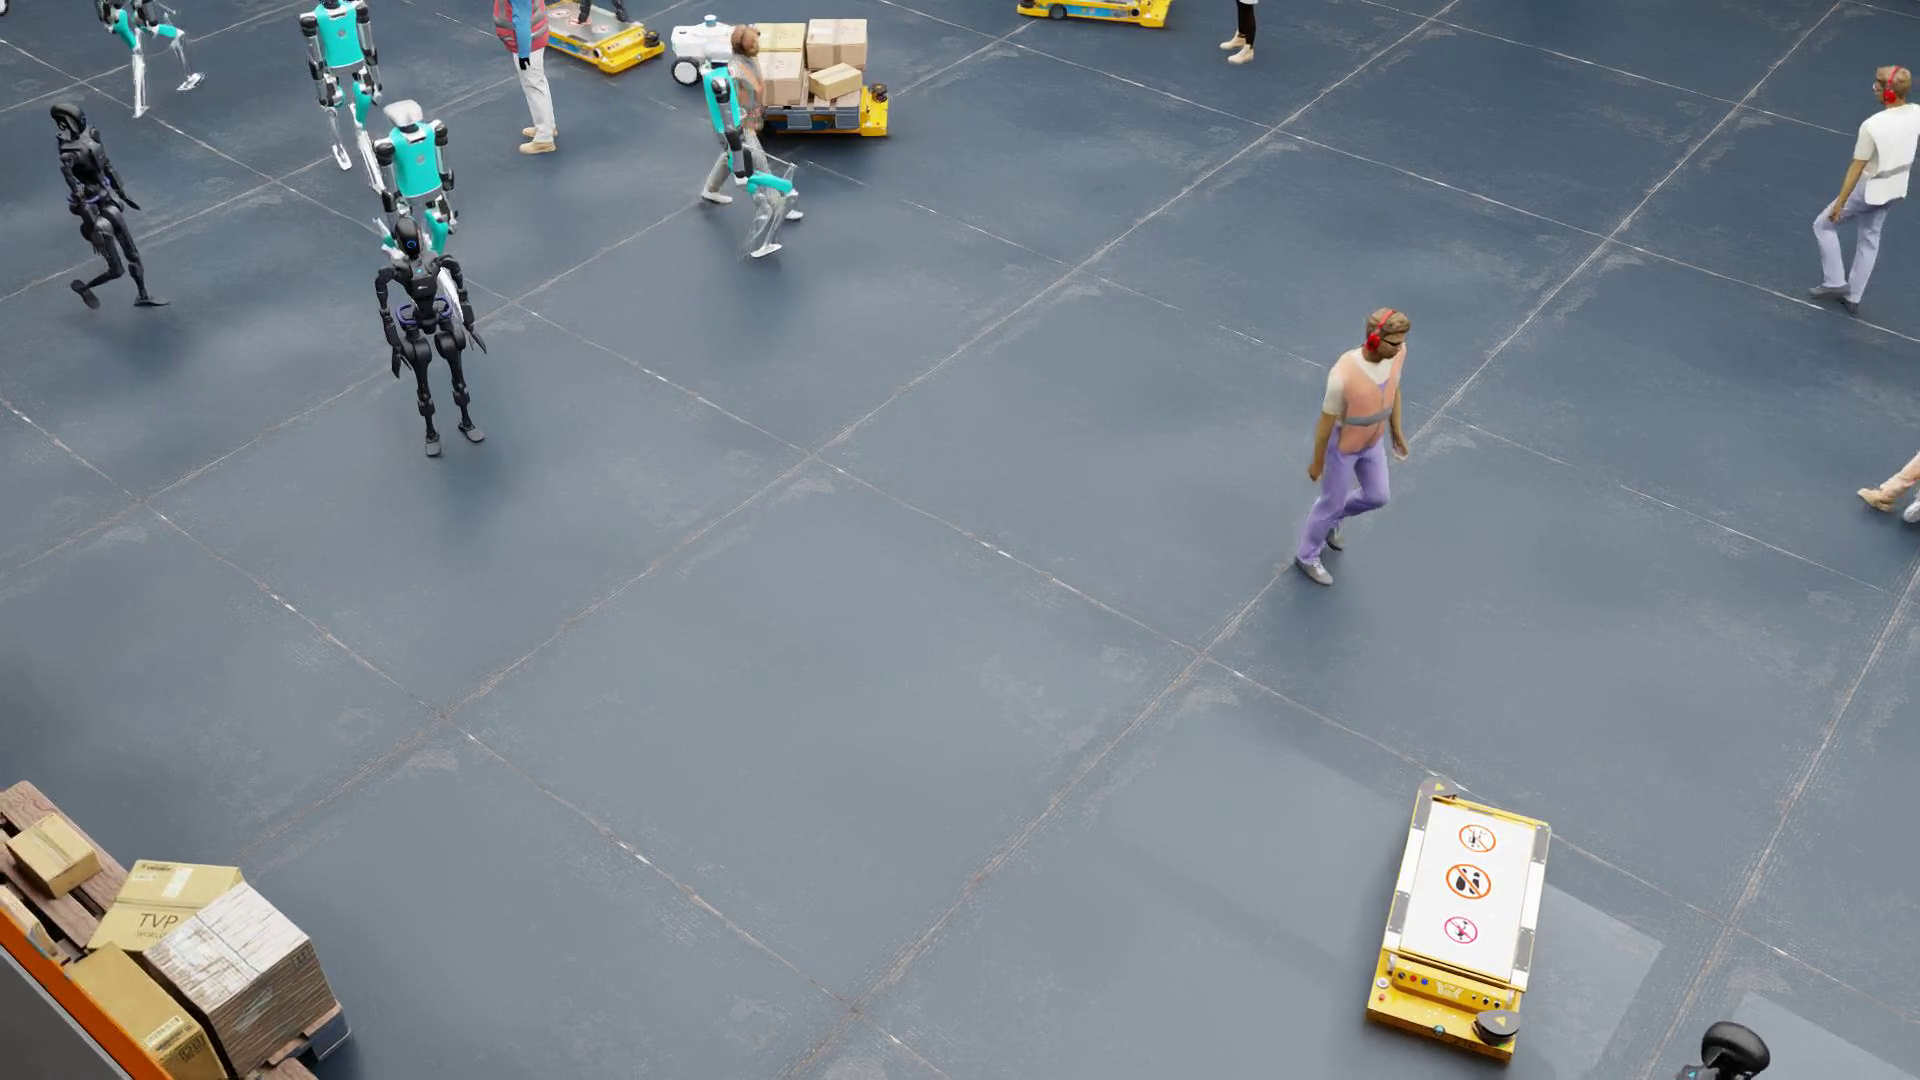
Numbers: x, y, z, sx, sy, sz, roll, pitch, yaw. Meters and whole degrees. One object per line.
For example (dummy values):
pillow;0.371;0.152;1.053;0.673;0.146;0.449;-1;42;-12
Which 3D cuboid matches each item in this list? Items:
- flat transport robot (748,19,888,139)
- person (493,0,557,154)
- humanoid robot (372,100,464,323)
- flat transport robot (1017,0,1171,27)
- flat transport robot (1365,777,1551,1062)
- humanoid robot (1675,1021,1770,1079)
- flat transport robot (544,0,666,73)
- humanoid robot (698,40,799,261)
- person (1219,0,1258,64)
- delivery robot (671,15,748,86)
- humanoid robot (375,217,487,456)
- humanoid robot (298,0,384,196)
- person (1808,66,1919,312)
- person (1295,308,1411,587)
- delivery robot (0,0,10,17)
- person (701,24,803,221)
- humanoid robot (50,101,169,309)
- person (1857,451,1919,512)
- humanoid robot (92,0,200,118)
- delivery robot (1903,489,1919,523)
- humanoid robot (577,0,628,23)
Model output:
flat transport robot;-1.349;-3.742;14.480;1.431;0.231;0.659;0;40;0
person;-3.593;-4.117;13.717;0.430;1.833;0.634;-7;41;-8
humanoid robot;-3.829;-2.277;11.643;0.541;1.787;0.865;-33;50;-33
flat transport robot;1.327;-5.305;16.319;1.431;0.231;0.659;9;41;10
flat transport robot;2.419;1.774;7.991;0.659;0.231;1.431;14;42;16
humanoid robot;2.696;2.362;6.213;0.351;1.646;0.601;22;45;24
flat transport robot;-3.518;-4.776;15.697;1.431;0.231;0.659;27;47;28
humanoid robot;-1.479;-2.830;12.306;0.761;1.820;0.554;-11;42;-12
person;2.606;-5.187;15.085;0.319;1.692;0.532;-2;40;-2
delivery robot;-2.256;-4.465;15.103;0.773;0.586;0.499;0;40;0
humanoid robot;-3.328;-1.295;10.504;0.599;1.657;0.315;-19;44;-21
humanoid robot;-4.988;-3.691;13.321;0.530;1.774;1.002;-26;47;-28
person;6.433;-2.459;11.775;0.683;1.810;0.475;-16;43;-18
person;2.255;-0.542;9.515;0.581;1.820;0.466;-27;47;-28
delivery robot;-9.721;-5.362;16.159;0.769;0.587;0.499;-21;44;-22
person;-1.683;-3.242;12.862;0.849;1.595;0.557;6;41;7
humanoid robot;-6.151;-2.353;11.769;0.577;1.640;0.591;0;40;0
person;6.076;-0.798;9.914;0.886;1.698;0.474;-6;41;-7
humanoid robot;-7.083;-4.626;14.424;0.543;1.770;0.944;5;41;5
delivery robot;6.271;-0.269;10.187;0.811;0.613;0.499;-9;41;-11
humanoid robot;-3.334;-5.317;15.278;0.763;1.628;0.599;18;43;20
